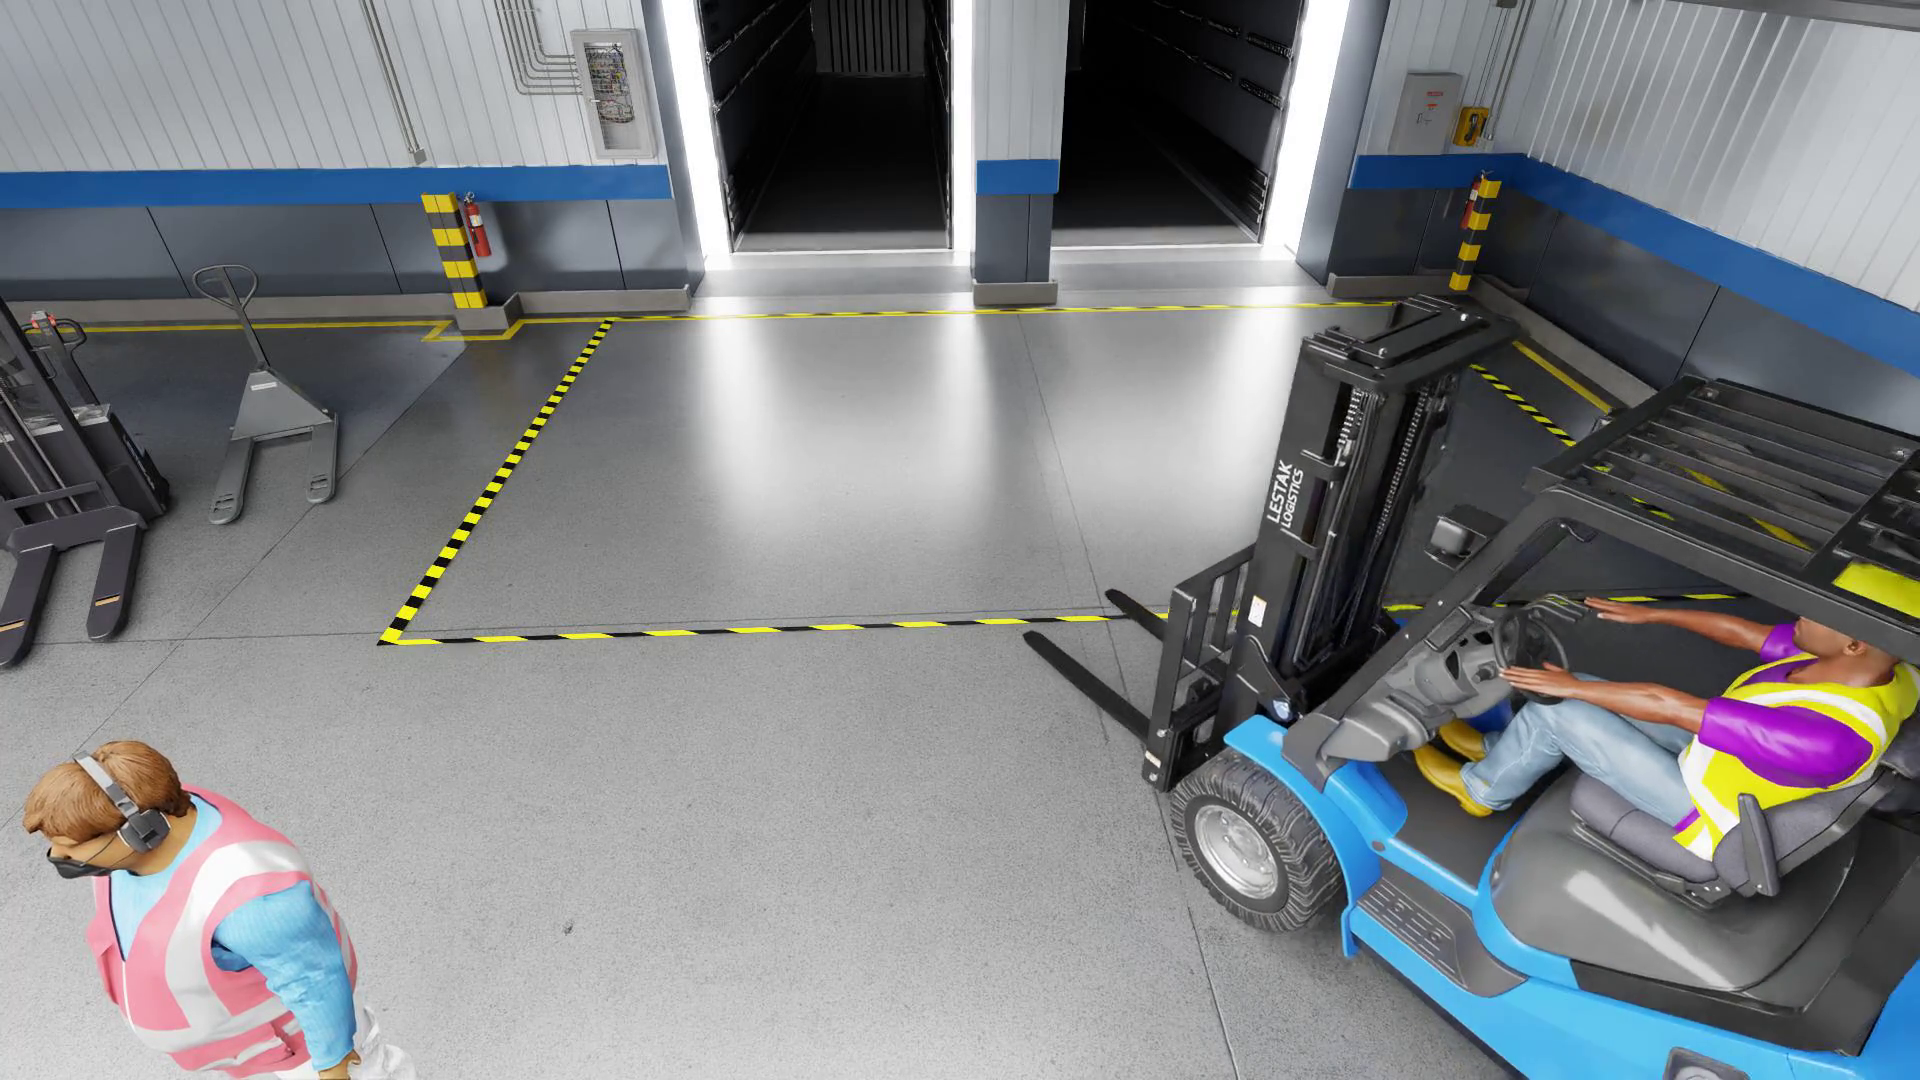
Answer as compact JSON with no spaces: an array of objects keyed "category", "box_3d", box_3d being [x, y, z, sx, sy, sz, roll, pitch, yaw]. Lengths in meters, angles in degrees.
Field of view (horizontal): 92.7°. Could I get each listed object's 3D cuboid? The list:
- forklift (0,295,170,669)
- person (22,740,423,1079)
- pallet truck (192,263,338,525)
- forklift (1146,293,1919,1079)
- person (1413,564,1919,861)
[{"category":"forklift","box_3d":[-5.212,-0.618,4.878,0.823,1.965,1.885,-20,39,-26]},{"category":"person","box_3d":[-1.797,1.210,2.386,0.626,1.844,0.429,16,38,21]},{"category":"pallet truck","box_3d":[-4.778,-1.027,6.128,0.680,1.201,1.601,-17,38,-23]},{"category":"forklift","box_3d":[2.024,0.634,2.769,1.157,2.036,2.680,-23,41,-30]},{"category":"person","box_3d":[1.994,0.450,2.705,0.635,1.294,1.004,-23,41,-30]}]
